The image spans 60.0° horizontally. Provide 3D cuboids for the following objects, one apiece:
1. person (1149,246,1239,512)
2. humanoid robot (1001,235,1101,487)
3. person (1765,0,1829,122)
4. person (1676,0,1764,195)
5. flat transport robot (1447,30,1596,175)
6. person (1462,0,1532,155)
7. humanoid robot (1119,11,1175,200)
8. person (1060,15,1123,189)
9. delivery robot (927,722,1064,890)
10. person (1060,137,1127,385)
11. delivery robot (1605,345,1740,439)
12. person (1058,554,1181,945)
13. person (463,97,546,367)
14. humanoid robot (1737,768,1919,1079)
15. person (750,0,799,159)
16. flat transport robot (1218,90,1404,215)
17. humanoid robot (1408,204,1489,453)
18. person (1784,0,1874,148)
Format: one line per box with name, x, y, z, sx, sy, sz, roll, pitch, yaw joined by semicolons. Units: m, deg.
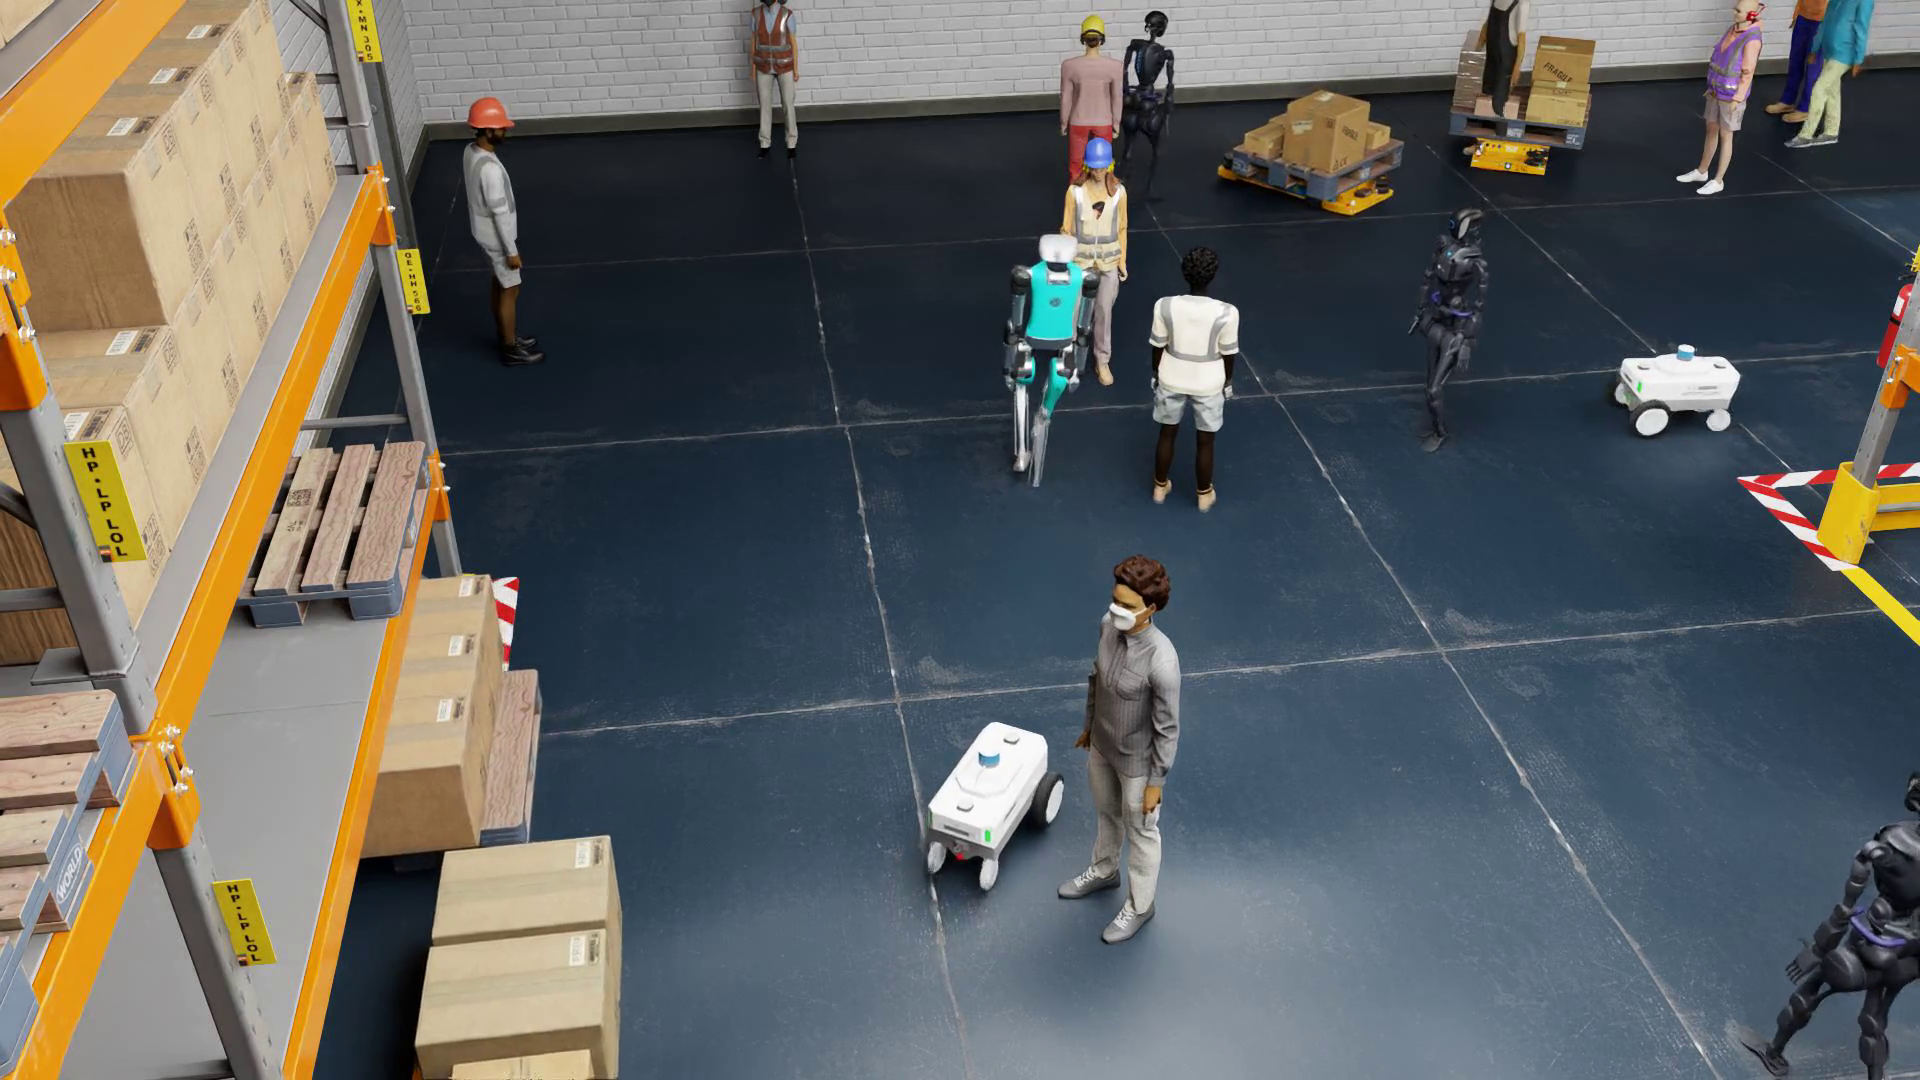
person;1.390;-0.953;10.014;0.533;1.693;0.319;12;35;17
humanoid robot;0.513;-1.101;10.274;0.573;1.852;0.797;-2;33;-4
person;8.233;-5.046;16.034;0.401;1.973;0.515;-10;34;-15
person;6.673;-3.867;14.474;0.345;1.694;0.482;-5;33;-8
flat transport robot;5.227;-3.789;15.658;0.659;0.231;1.431;12;35;17
person;4.879;-4.342;15.077;0.357;1.835;0.594;-10;34;-15
humanoid robot;1.564;-3.685;14.219;0.424;1.645;0.616;-28;43;-36
person;1.079;-3.449;13.774;0.521;1.761;0.318;2;33;3
delivery robot;0.132;1.199;7.746;0.499;0.585;0.765;15;36;21
person;0.909;-1.886;11.362;0.466;1.778;0.309;-2;33;-4
delivery robot;4.779;-1.010;11.157;0.811;0.614;0.499;-1;33;-2
person;0.710;0.872;7.024;0.390;1.901;0.543;-19;38;-27
person;-3.198;-2.134;11.612;0.388;1.926;0.546;-17;37;-24
humanoid robot;3.470;1.504;6.275;0.609;1.638;0.604;-9;34;-14
person;-1.683;-4.310;15.154;0.445;1.690;0.306;4;33;6
flat transport robot;3.068;-3.230;14.802;1.431;0.231;0.659;28;42;36
humanoid robot;3.132;-1.373;10.667;0.374;1.645;0.600;-14;36;-20
person;8.055;-4.513;15.436;0.726;1.716;0.583;-3;33;-4
